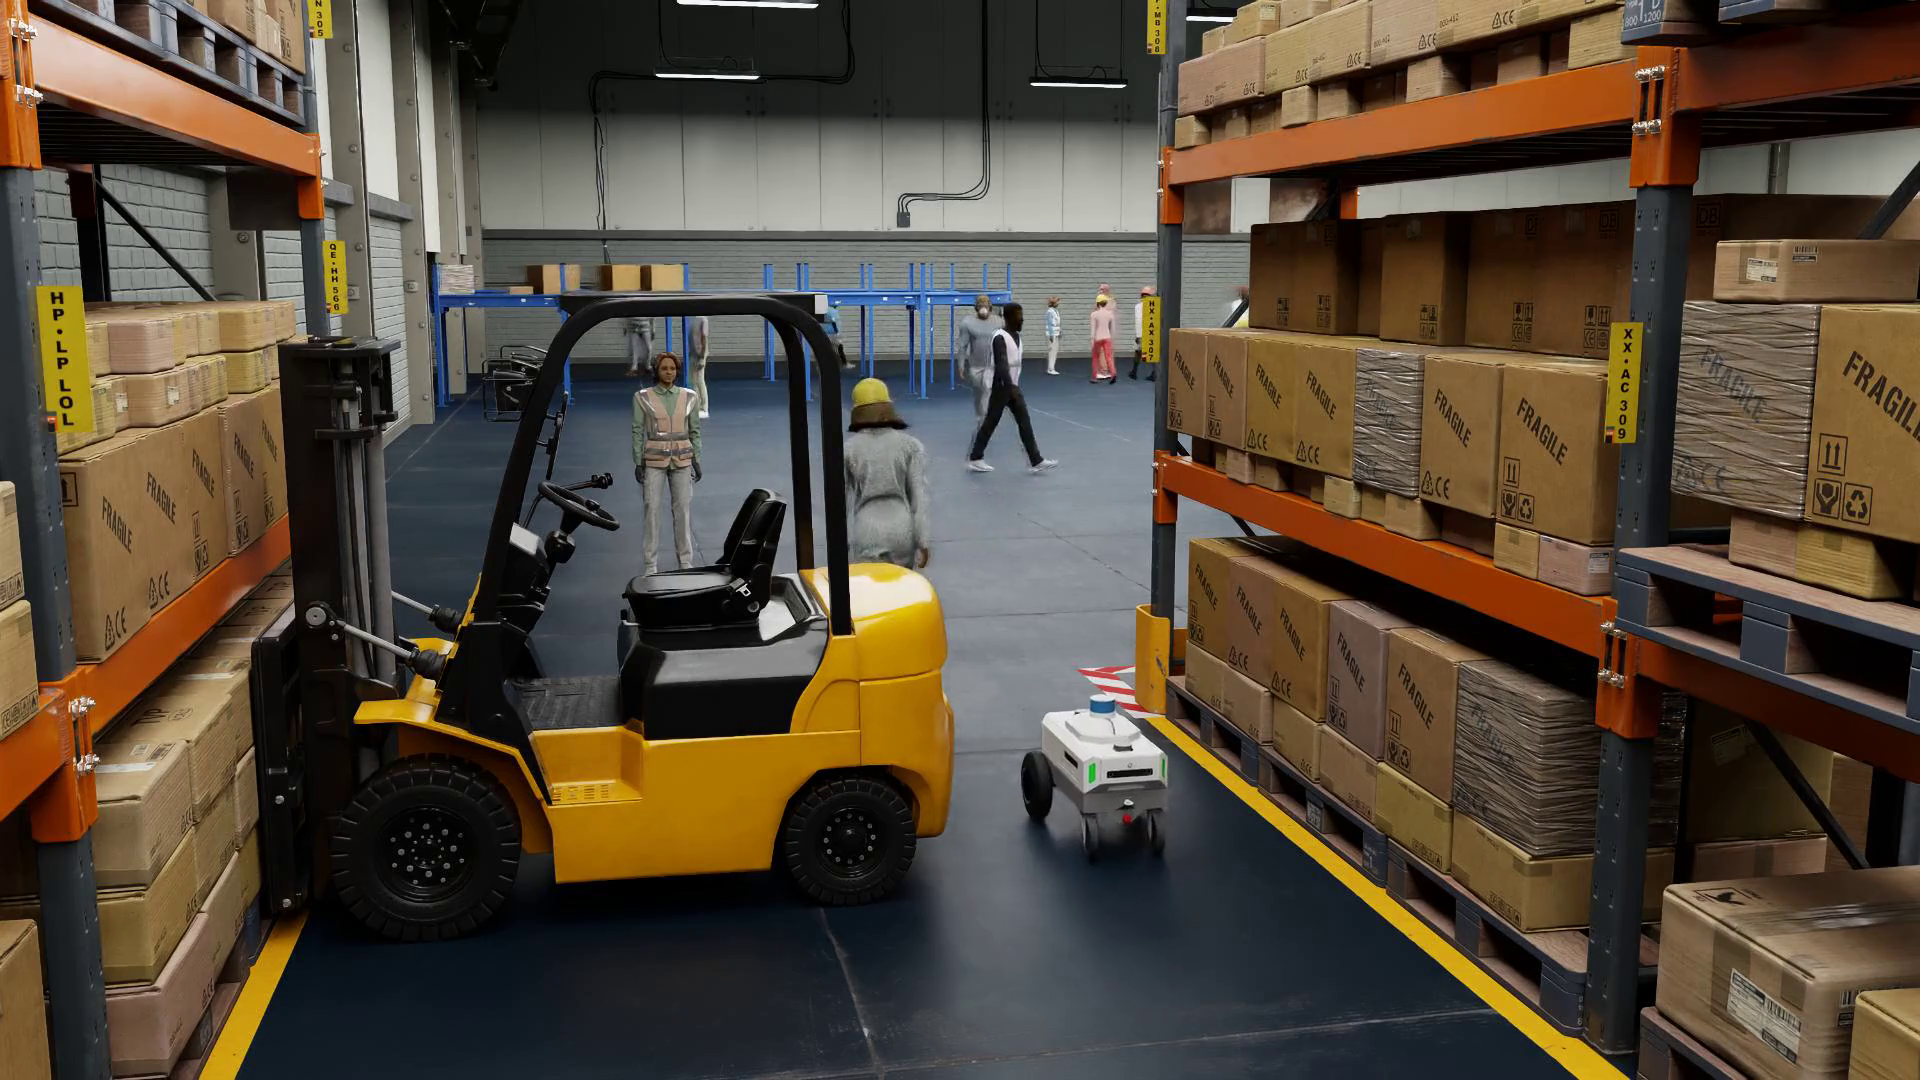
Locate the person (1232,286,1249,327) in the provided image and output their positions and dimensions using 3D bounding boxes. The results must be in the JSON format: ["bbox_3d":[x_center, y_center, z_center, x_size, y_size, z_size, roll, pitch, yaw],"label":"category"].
[{"bbox_3d":[5.881,-4.277,34.177,0.592,1.849,0.857,-6,11,-31],"label":"person"}]

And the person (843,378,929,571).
[{"bbox_3d":[-0.419,0.005,8.642,0.492,1.660,0.968,-2,9,-10],"label":"person"}]

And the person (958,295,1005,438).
[{"bbox_3d":[0.298,-2.306,22.095,0.653,1.884,1.041,0,9,2],"label":"person"}]

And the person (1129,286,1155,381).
[{"bbox_3d":[3.708,-4.110,33.155,0.562,1.875,0.991,-4,10,-25],"label":"person"}]

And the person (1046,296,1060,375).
[{"bbox_3d":[1.952,-4.295,34.964,0.313,1.640,0.545,3,10,17],"label":"person"}]

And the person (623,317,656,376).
[{"bbox_3d":[-6.687,-4.356,34.578,0.723,1.896,0.393,-2,10,-12],"label":"person"}]

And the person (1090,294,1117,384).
[{"bbox_3d":[2.778,-3.889,32.180,0.530,1.740,0.811,-4,10,-21],"label":"person"}]

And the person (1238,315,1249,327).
[{"bbox_3d":[2.988,-1.496,17.553,0.530,1.741,0.693,1,9,4],"label":"person"}]

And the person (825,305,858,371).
[{"bbox_3d":[-2.658,-4.452,35.804,0.863,1.653,0.535,1,9,7],"label":"person"}]

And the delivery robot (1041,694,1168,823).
[{"bbox_3d":[0.568,0.862,6.638,0.477,0.478,0.707,-2,9,-13],"label":"delivery robot"}]

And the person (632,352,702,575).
[{"bbox_3d":[-2.118,-0.539,12.039,0.514,1.645,0.309,-4,10,-24],"label":"person"}]

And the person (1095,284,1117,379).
[{"bbox_3d":[2.900,-4.204,33.590,0.403,1.904,0.651,6,11,34],"label":"person"}]

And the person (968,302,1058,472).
[{"bbox_3d":[0.545,-1.674,18.299,1.025,1.864,0.597,5,11,27],"label":"person"}]

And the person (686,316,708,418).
[{"bbox_3d":[-3.922,-2.741,24.893,0.371,1.837,0.563,-7,12,-37],"label":"person"}]

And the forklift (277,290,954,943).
[{"bbox_3d":[-1.179,0.175,6.143,2.313,2.155,1.214,-2,10,-12],"label":"forklift"}]
